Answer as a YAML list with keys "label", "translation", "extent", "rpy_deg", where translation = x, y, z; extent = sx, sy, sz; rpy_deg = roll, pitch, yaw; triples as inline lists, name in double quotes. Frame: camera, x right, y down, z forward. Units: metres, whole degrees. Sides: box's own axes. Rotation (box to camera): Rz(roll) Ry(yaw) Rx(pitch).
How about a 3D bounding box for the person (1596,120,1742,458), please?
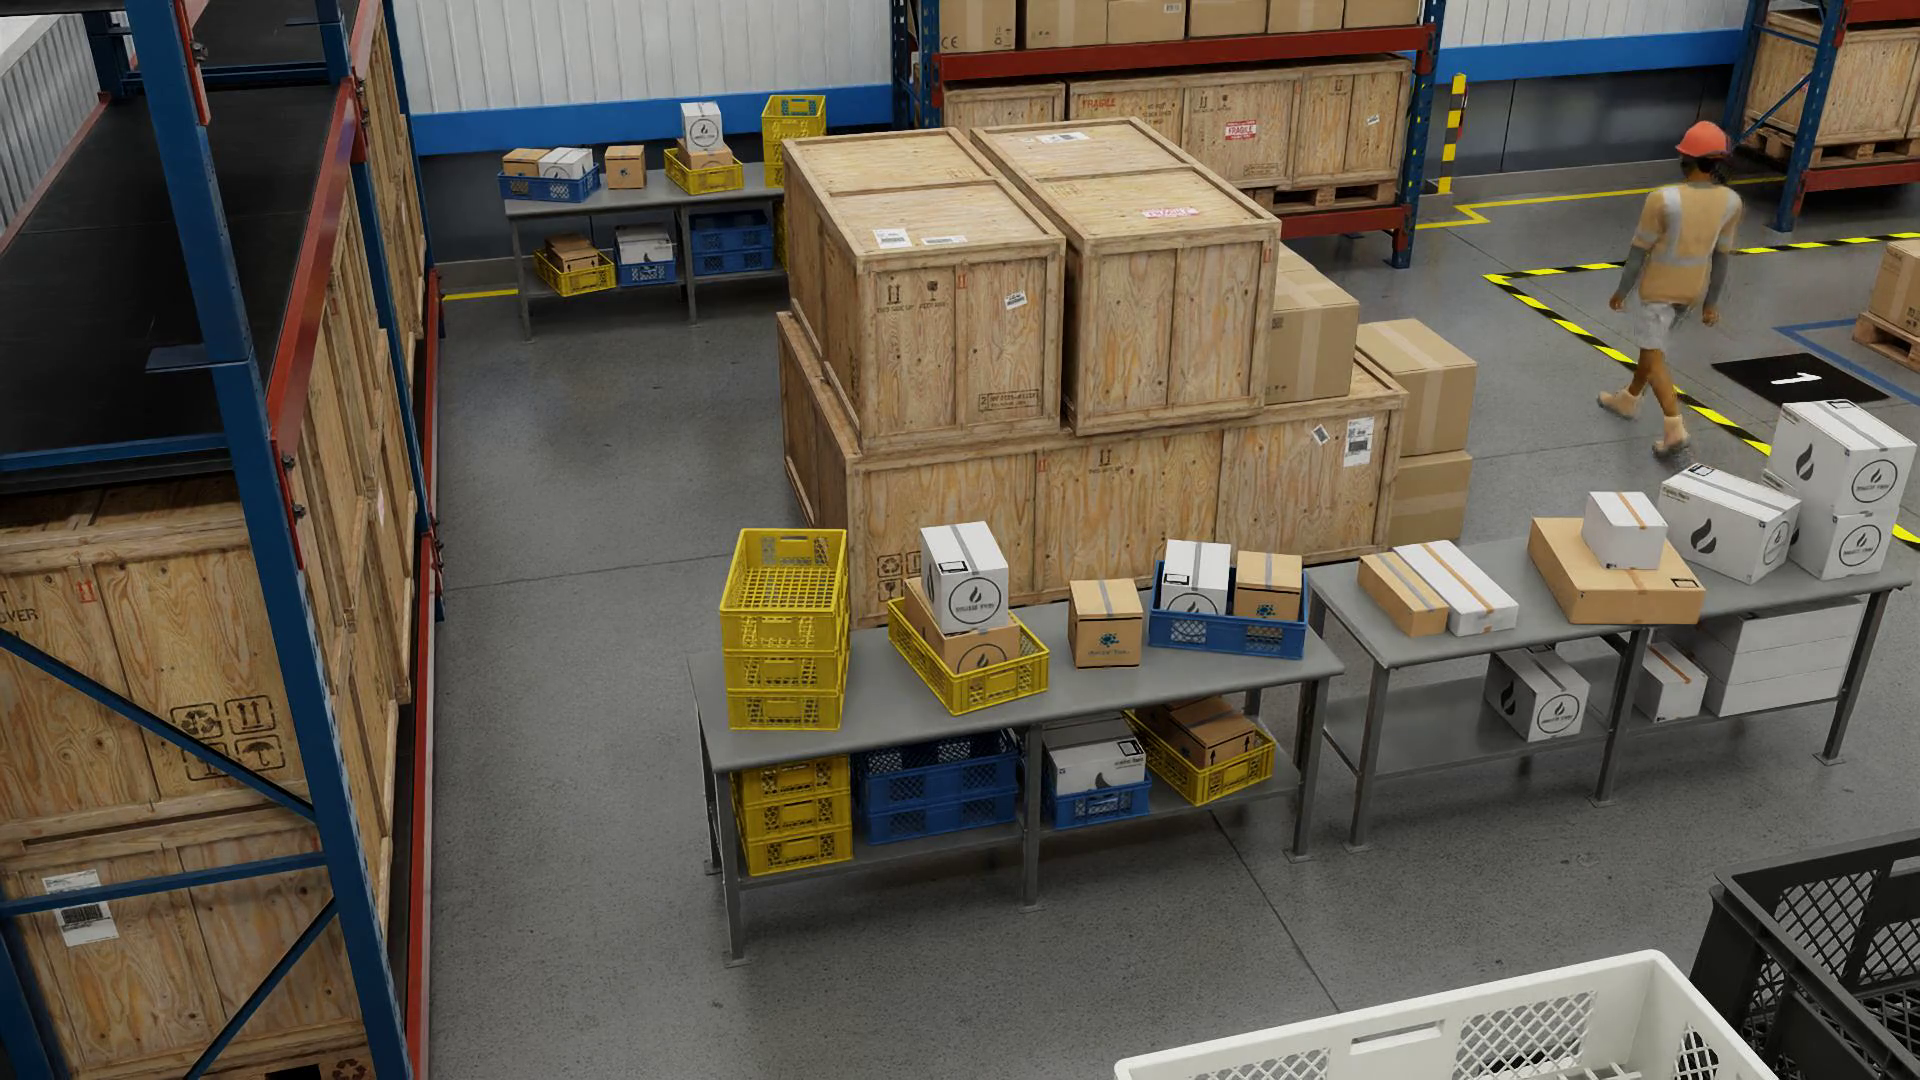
- label: "person"
  translation: [4.347, -1.524, 10.091]
  extent: [0.607, 2.010, 0.990]
  rpy_deg: [-8, 30, -14]
